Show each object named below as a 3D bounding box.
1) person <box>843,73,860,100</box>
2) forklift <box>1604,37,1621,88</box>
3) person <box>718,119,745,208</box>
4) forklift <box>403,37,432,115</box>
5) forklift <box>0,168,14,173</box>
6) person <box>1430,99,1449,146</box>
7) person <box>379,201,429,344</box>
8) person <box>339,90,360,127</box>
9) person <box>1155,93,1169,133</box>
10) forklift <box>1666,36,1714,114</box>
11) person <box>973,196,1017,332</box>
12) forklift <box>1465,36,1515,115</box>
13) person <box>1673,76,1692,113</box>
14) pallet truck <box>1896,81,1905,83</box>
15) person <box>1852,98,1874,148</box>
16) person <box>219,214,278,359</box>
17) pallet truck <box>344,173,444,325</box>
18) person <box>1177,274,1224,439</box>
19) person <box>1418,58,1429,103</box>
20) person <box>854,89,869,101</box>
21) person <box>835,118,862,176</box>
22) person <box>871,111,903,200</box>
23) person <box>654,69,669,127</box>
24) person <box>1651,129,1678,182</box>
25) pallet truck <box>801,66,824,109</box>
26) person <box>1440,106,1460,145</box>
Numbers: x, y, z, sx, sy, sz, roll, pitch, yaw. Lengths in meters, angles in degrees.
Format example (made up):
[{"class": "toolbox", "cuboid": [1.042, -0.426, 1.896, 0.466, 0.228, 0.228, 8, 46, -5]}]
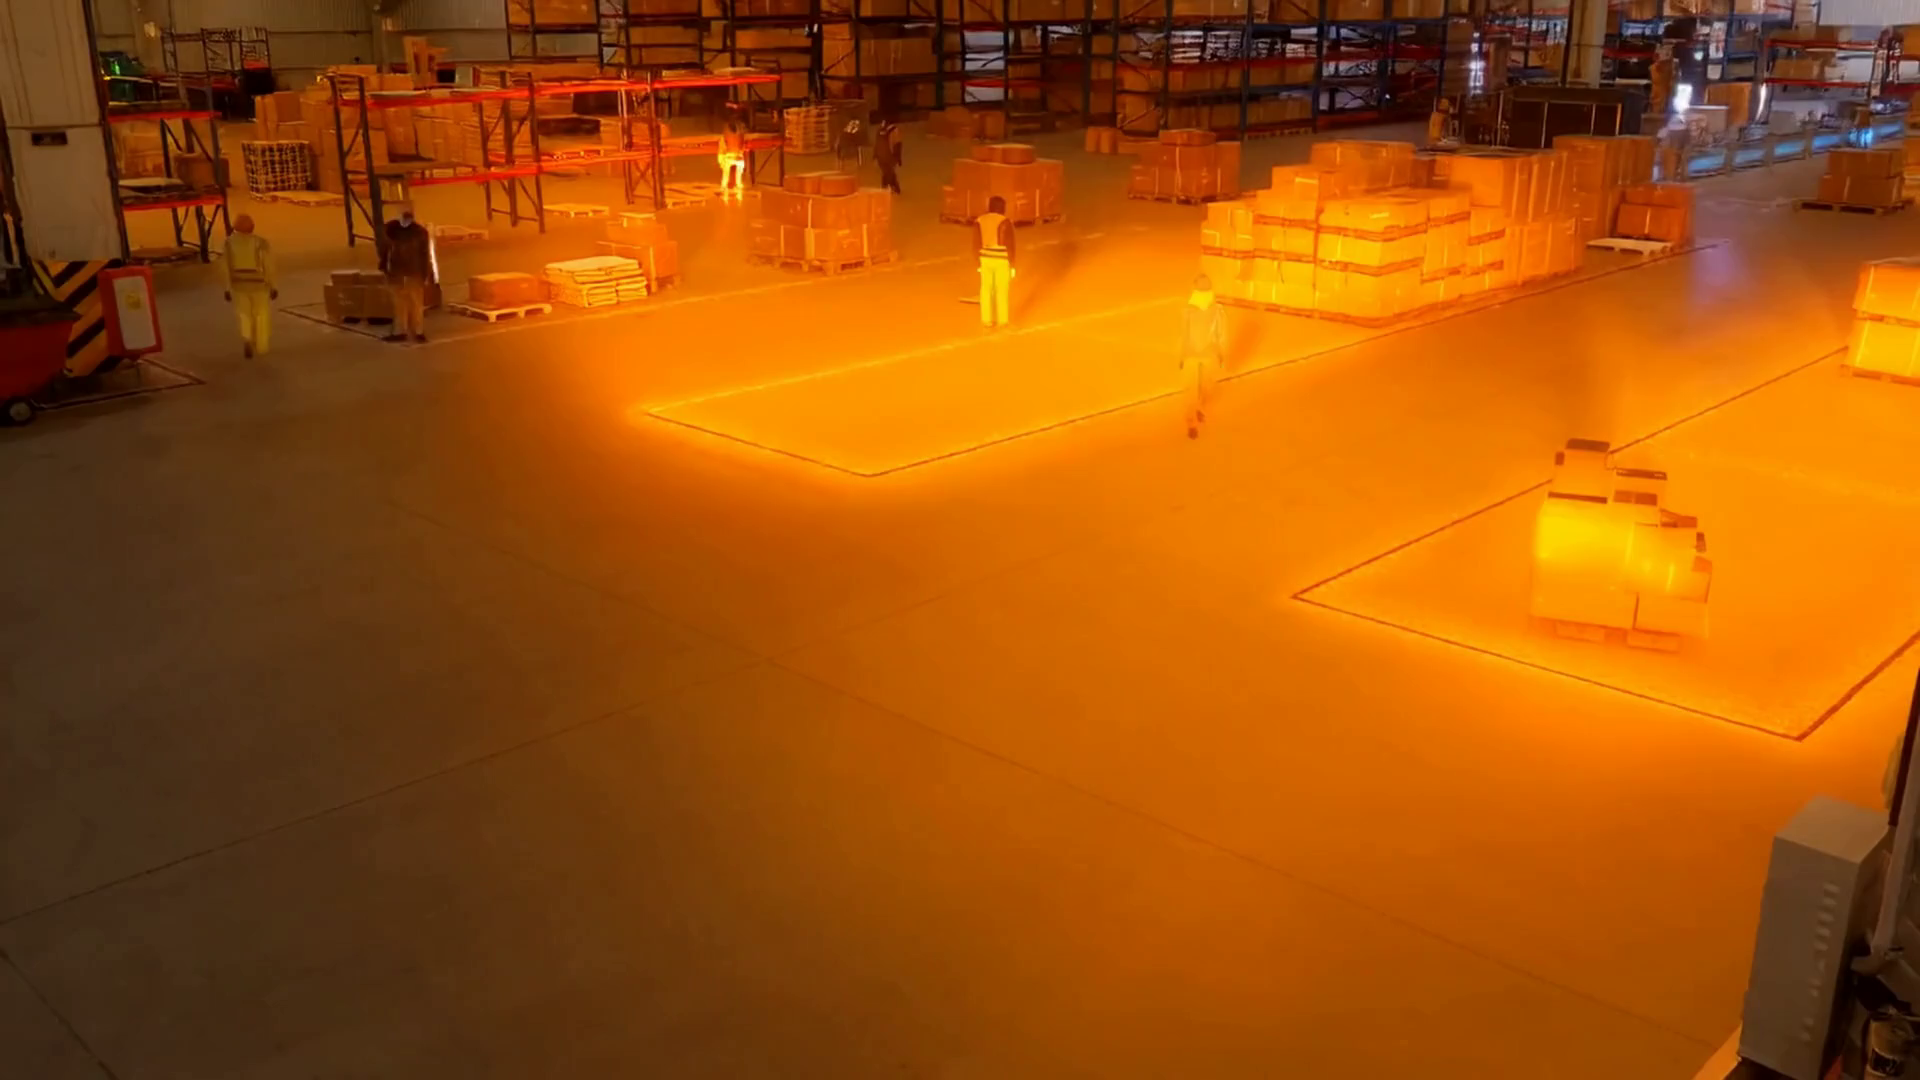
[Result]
[{"class": "person", "cuboid": [-3.491, -13.961, 53.286, 0.647, 1.950, 0.928, -9, 20, -25]}, {"class": "forklift", "cuboid": [23.635, -17.058, 61.176, 1.129, 2.768, 1.873, 17, 25, 41]}, {"class": "person", "cuboid": [-4.891, -8.069, 35.671, 0.572, 1.876, 0.355, -6, 19, -17]}, {"class": "forklift", "cuboid": [-19.968, -17.103, 61.309, 1.129, 2.768, 1.873, 12, 22, 33]}, {"class": "forklift", "cuboid": [-24.990, -10.578, 41.652, 1.129, 2.768, 1.873, 17, 25, 41]}, {"class": "person", "cuboid": [12.386, -10.449, 42.923, 0.593, 1.822, 0.470, -1, 18, -4]}, {"class": "person", "cuboid": [-7.374, -3.528, 21.968, 0.798, 1.900, 0.397, 1, 18, 3]}, {"class": "person", "cuboid": [-16.292, -11.009, 44.421, 0.358, 1.938, 0.636, 11, 21, 30]}, {"class": "person", "cuboid": [5.761, -11.929, 47.572, 0.321, 1.696, 0.537, 16, 24, 40]}, {"class": "forklift", "cuboid": [27.341, -17.291, 61.877, 1.129, 2.768, 1.873, 17, 25, 41]}, {"class": "person", "cuboid": [0.502, -3.793, 22.837, 0.634, 1.839, 0.429, 11, 21, 29]}, {"class": "forklift", "cuboid": [19.973, -17.201, 61.605, 1.873, 2.768, 1.129, 16, 24, 40]}, {"class": "person", "cuboid": [24.761, -15.075, 57.088, 0.525, 1.668, 0.753, 2, 18, 5]}, {"class": "pallet truck", "cuboid": [34.802, -16.331, 61.455, 0.653, 1.274, 1.630, 17, 25, 41]}, {"class": "person", "cuboid": [24.994, -11.406, 46.096, 0.498, 1.632, 0.289, -1, 18, -3]}, {"class": "person", "cuboid": [-8.981, -3.204, 21.076, 0.655, 1.830, 0.447, -4, 19, -10]}, {"class": "pallet truck", "cuboid": [-8.209, -4.181, 23.757, 0.823, 1.965, 1.885, 3, 19, 9]}, {"class": "person", "cuboid": [2.509, -1.959, 17.490, 0.493, 1.723, 0.581, -1, 18, -4]}, {"class": "person", "cuboid": [19.004, -18.812, 68.125, 0.440, 1.810, 0.609, -16, 24, -39]}, {"class": "person", "cuboid": [-3.026, -12.940, 50.735, 0.525, 1.617, 0.553, -8, 20, -21]}, {"class": "person", "cuboid": [-2.452, -8.310, 36.459, 0.588, 1.832, 0.450, -3, 19, -9]}, {"class": "person", "cuboid": [-1.591, -8.481, 36.645, 1.046, 2.000, 0.688, -16, 24, -39]}, {"class": "person", "cuboid": [-10.121, -14.996, 56.482, 0.588, 1.911, 0.396, 9, 21, 26]}, {"class": "person", "cuboid": [13.691, -7.046, 32.499, 0.543, 1.928, 0.372, -9, 21, -26]}, {"class": "pallet truck", "cuboid": [-4.812, -15.182, 56.903, 0.823, 1.965, 1.885, -9, 21, -26]}, {"class": "person", "cuboid": [11.427, -9.148, 38.841, 0.398, 1.928, 0.541, -10, 21, -28]}]
